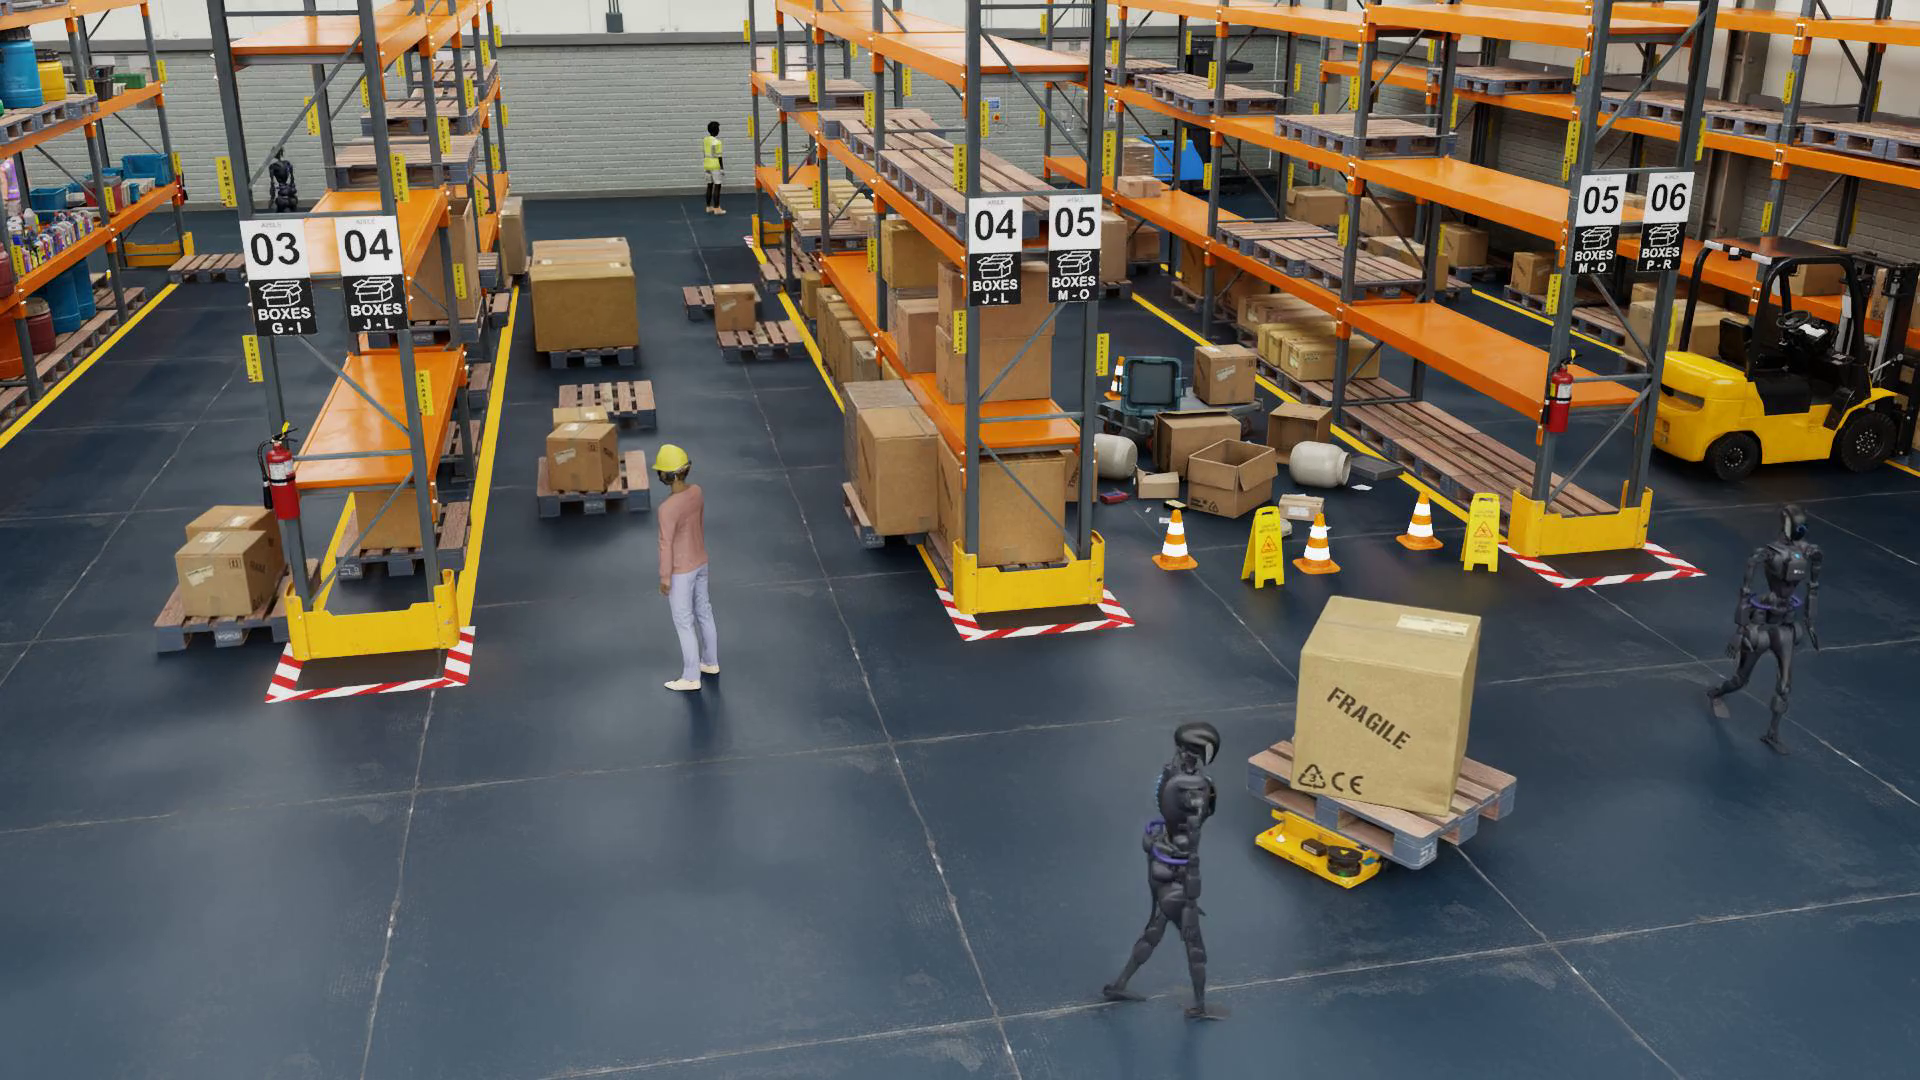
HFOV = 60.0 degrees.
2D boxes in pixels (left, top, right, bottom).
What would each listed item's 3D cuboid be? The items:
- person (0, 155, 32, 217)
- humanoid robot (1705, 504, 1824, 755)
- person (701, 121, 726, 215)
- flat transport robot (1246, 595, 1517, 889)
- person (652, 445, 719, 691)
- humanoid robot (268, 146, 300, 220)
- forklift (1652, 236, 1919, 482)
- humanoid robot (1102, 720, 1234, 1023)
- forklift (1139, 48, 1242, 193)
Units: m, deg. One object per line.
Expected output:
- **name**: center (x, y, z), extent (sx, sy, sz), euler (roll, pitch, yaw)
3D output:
- **person**: center (-15.370, -5.563, 27.148), extent (0.352, 1.688, 0.489), euler (11, 23, 27)
- **humanoid robot**: center (5.268, 0.521, 10.840), extent (0.615, 1.634, 0.741), euler (-3, 21, -9)
- **person**: center (-4.524, -6.838, 30.577), extent (0.537, 1.687, 0.319), euler (18, 27, 40)
- **flat transport robot**: center (2.472, 1.624, 9.831), extent (1.431, 0.231, 0.659), euler (-17, 26, -39)
- **person**: center (-1.938, 0.186, 11.566), extent (0.340, 1.759, 0.520), euler (7, 22, 19)
- **humanoid robot**: center (-11.247, -5.748, 27.731), extent (0.786, 1.631, 0.595), euler (7, 21, 18)
- **forklift**: center (8.013, -1.814, 16.330), extent (2.313, 2.155, 1.214), euler (-4, 21, -12)
- **humanoid robot**: center (1.026, 1.574, 8.003), extent (0.628, 1.642, 0.632), euler (0, 20, 0)
- **forklift**: center (4.566, -8.313, 32.860), extent (1.873, 2.768, 1.129), euler (-4, 21, -12)
